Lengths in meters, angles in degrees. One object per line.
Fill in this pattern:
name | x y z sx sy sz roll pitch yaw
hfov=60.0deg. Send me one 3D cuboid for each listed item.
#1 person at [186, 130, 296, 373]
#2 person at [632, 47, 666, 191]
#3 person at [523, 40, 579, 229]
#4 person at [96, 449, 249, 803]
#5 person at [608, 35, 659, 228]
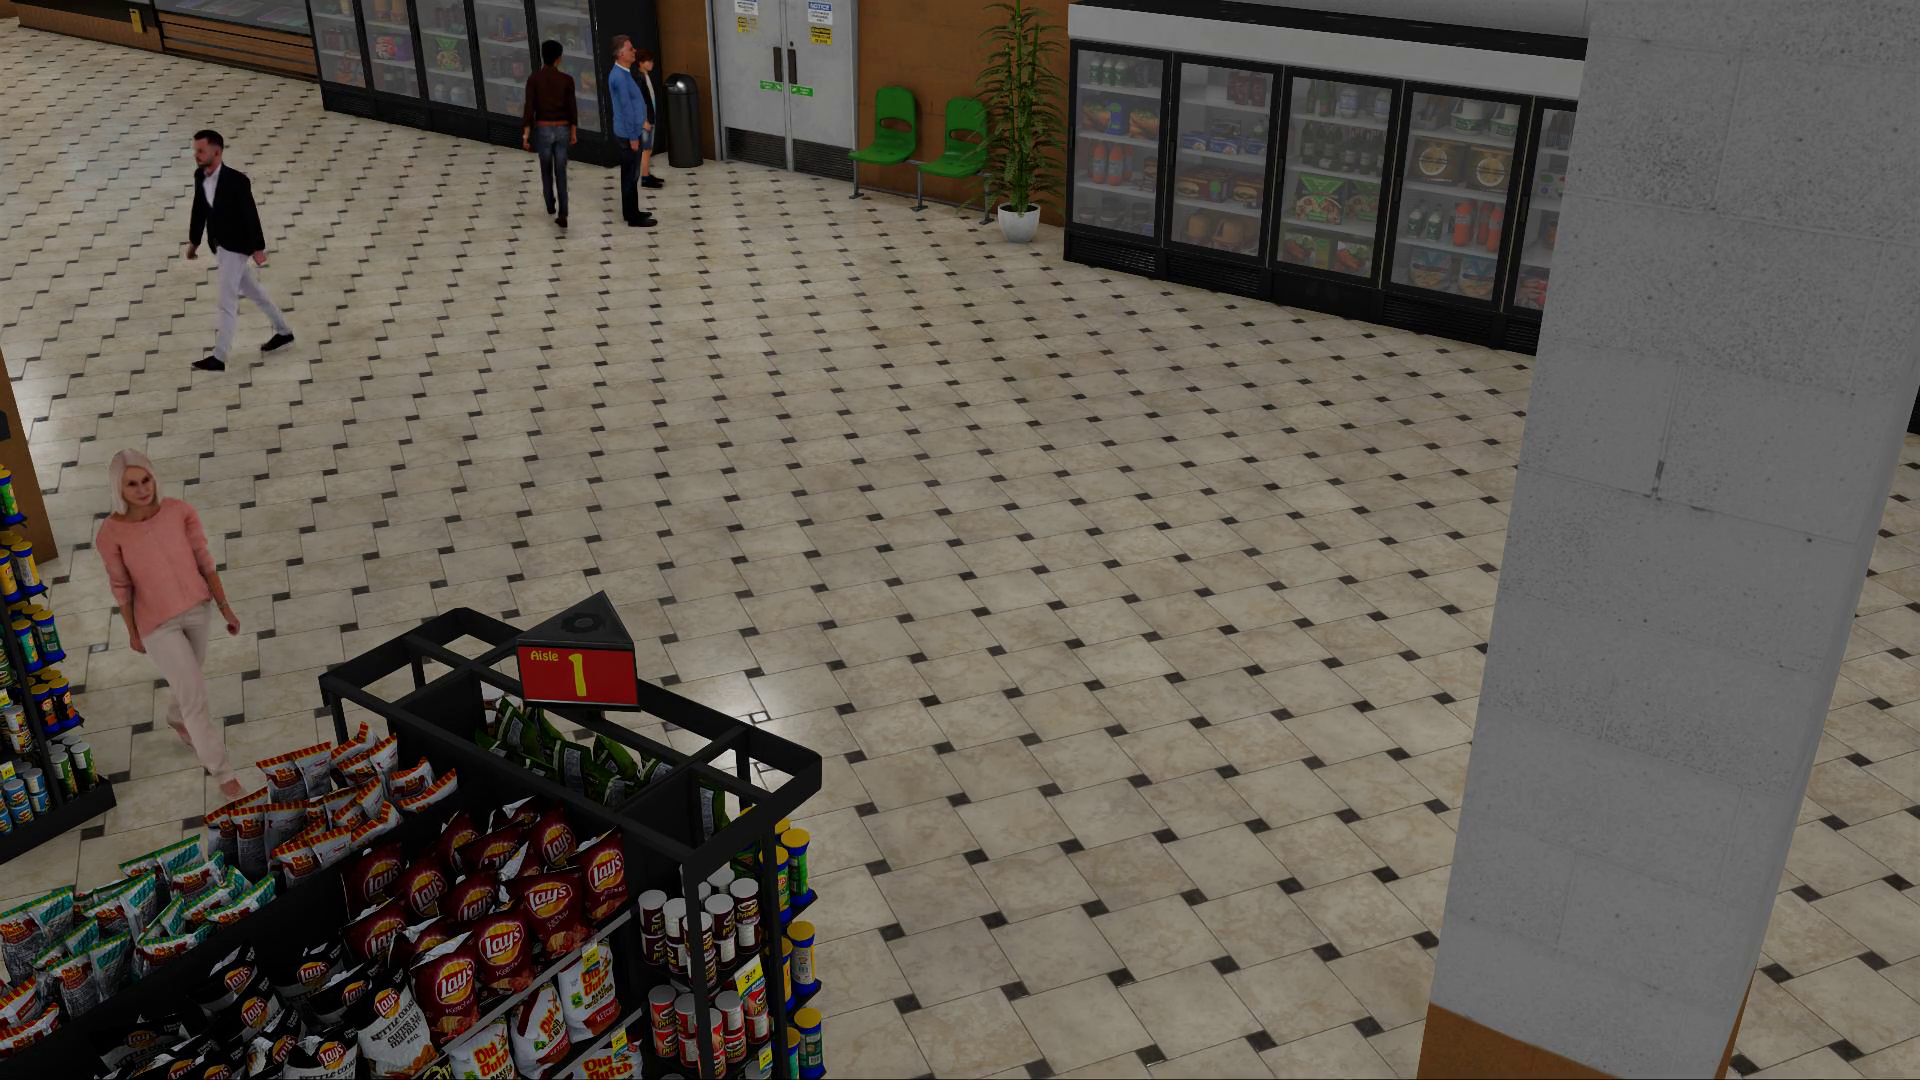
person | -5.484 -2.225 12.735 0.717 1.786 1.209 16 31 28
person | -3.297 -4.436 17.469 0.682 1.448 0.613 -3 27 -5
person | -3.892 -3.860 16.033 1.141 1.720 1.153 -10 28 -18
person | -3.706 0.341 7.787 0.735 1.685 1.076 22 34 36
person | -3.228 -3.980 16.159 0.782 1.820 0.743 -7 28 -14
